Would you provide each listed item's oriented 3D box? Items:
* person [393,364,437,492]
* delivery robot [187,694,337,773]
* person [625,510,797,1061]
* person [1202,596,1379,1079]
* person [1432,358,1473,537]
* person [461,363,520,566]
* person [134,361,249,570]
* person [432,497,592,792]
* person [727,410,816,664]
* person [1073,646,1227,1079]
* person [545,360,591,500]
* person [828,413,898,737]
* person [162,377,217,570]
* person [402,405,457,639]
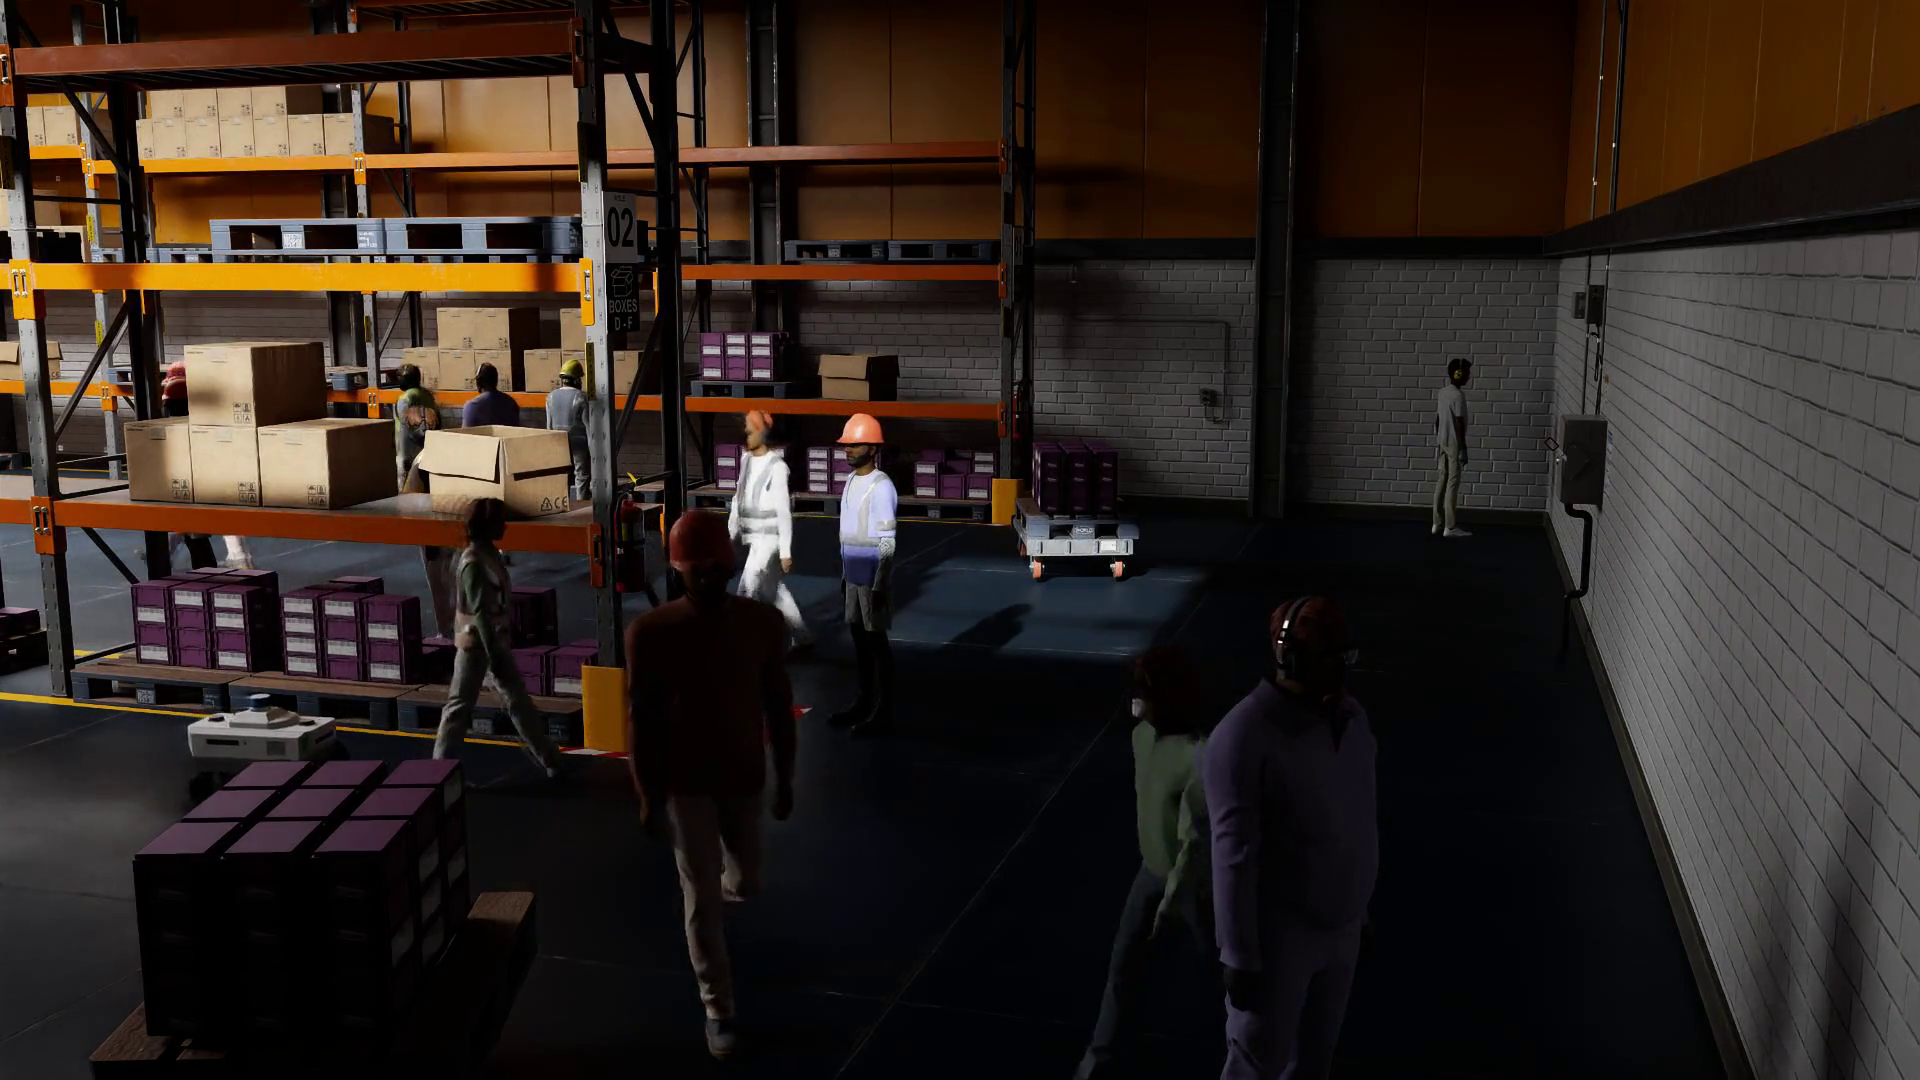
[{"bbox_3d":[-5.559,-0.896,17.097,0.540,1.831,0.636,2,10,12],"label":"person"},{"bbox_3d":[-3.681,1.056,8.775,0.707,0.478,0.477,2,9,9],"label":"delivery robot"},{"bbox_3d":[-0.927,0.840,6.125,0.614,1.966,0.747,-4,10,-22],"label":"person"},{"bbox_3d":[0.969,1.097,4.698,0.639,1.908,0.409,-9,13,-42],"label":"person"},{"bbox_3d":[5.162,-0.965,17.403,0.326,1.865,0.519,-2,10,-13],"label":"person"},{"bbox_3d":[-4.375,-0.677,15.423,0.447,1.930,0.647,4,10,25],"label":"person"},{"bbox_3d":[-7.097,-0.657,15.246,1.045,1.941,0.637,-3,10,-15],"label":"person"},{"bbox_3d":[-2.453,0.568,8.853,0.870,1.586,0.545,0,9,-2],"label":"person"},{"bbox_3d":[-1.398,0.012,11.552,0.954,1.843,0.585,-5,10,-26],"label":"person"},{"bbox_3d":[0.720,1.129,5.491,0.877,1.581,0.509,-5,11,-29],"label":"person"},{"bbox_3d":[-4.101,-1.001,17.710,0.596,1.832,0.404,4,10,23],"label":"person"},{"bbox_3d":[-0.578,0.205,10.027,0.348,1.942,0.546,-5,11,-29],"label":"person"},{"bbox_3d":[-6.206,-0.346,13.397,0.355,1.938,0.545,-8,12,-39],"label":"person"},{"bbox_3d":[-3.770,-0.046,11.892,0.429,1.837,0.629,-3,10,-16],"label":"person"}]
